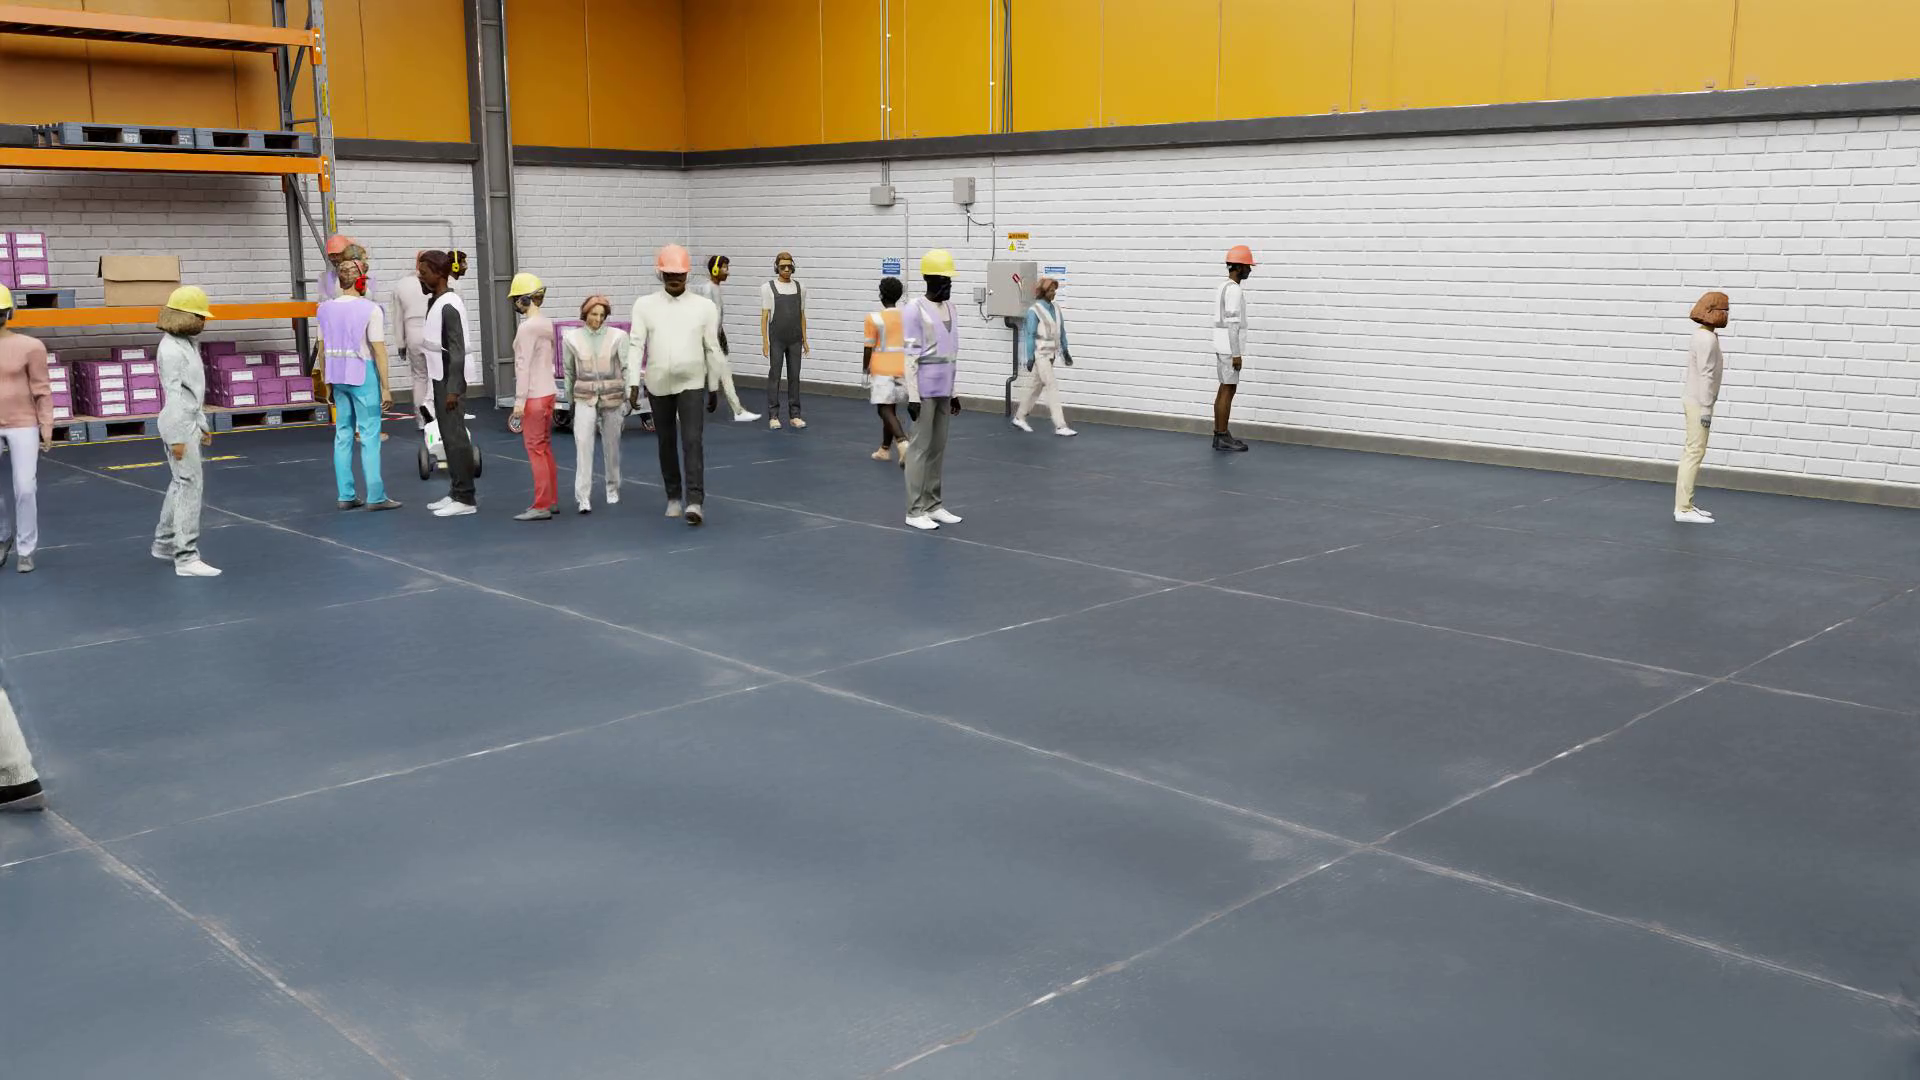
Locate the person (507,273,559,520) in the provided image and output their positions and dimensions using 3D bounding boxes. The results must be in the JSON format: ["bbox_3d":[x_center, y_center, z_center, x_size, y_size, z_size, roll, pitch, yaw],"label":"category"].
[{"bbox_3d":[-3.045,-1.017,11.868,0.321,1.762,0.533,1,10,5],"label":"person"}]

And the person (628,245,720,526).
[{"bbox_3d":[-2.007,-1.079,11.675,0.629,1.938,0.987,-1,10,-5],"label":"person"}]

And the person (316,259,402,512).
[{"bbox_3d":[-4.438,-1.122,12.194,0.566,1.844,0.381,4,11,20],"label":"person"}]

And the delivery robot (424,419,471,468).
[{"bbox_3d":[-4.330,-0.862,14.041,0.477,0.478,0.707,-4,11,-20],"label":"delivery robot"}]

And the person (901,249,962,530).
[{"bbox_3d":[-0.173,-1.044,11.545,0.388,1.926,0.590,6,12,31],"label":"person"}]

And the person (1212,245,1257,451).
[{"bbox_3d":[2.585,-1.801,15.674,0.389,1.929,0.545,0,10,2],"label":"person"}]

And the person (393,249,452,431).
[{"bbox_3d":[-5.497,-2.039,17.103,0.670,1.878,0.535,2,11,9],"label":"person"}]

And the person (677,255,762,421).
[{"bbox_3d":[-2.723,-2.183,18.113,1.002,1.813,0.536,0,10,-1],"label":"person"}]

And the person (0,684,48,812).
[{"bbox_3d":[-3.670,0.107,5.683,0.946,1.785,0.593,0,10,1],"label":"person"}]

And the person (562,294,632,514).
[{"bbox_3d":[-2.664,-1.013,12.288,0.505,1.593,0.831,-2,11,-13],"label":"person"}]

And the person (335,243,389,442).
[{"bbox_3d":[-5.935,-1.941,16.410,0.373,1.940,0.629,-7,12,-33],"label":"person"}]

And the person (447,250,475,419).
[{"bbox_3d":[-5.595,-2.256,18.372,0.369,1.859,0.514,-8,13,-36],"label":"person"}]

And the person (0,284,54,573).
[{"bbox_3d":[-5.715,-0.666,9.939,0.552,1.751,0.368,-4,11,-23],"label":"person"}]

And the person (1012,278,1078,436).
[{"bbox_3d":[0.846,-1.875,16.978,0.847,1.599,0.517,7,12,33],"label":"person"}]

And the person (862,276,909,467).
[{"bbox_3d":[-0.584,-1.477,14.611,0.532,1.665,0.793,-7,13,-34],"label":"person"}]

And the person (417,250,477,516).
[{"bbox_3d":[-3.711,-1.138,12.087,0.372,1.916,0.596,-5,11,-25],"label":"person"}]

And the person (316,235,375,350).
[{"bbox_3d":[-6.487,-2.190,17.530,0.615,2.016,0.646,3,11,16],"label":"person"}]

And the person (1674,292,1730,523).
[{"bbox_3d":[5.262,-0.939,11.793,0.267,1.629,0.497,4,11,19],"label":"person"}]

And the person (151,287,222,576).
[{"bbox_3d":[-4.698,-0.655,9.998,0.511,1.719,0.684,-3,11,-16],"label":"person"}]

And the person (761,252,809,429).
[{"bbox_3d":[-1.831,-2.086,17.450,0.517,1.844,0.332,-6,12,-28],"label":"person"}]
